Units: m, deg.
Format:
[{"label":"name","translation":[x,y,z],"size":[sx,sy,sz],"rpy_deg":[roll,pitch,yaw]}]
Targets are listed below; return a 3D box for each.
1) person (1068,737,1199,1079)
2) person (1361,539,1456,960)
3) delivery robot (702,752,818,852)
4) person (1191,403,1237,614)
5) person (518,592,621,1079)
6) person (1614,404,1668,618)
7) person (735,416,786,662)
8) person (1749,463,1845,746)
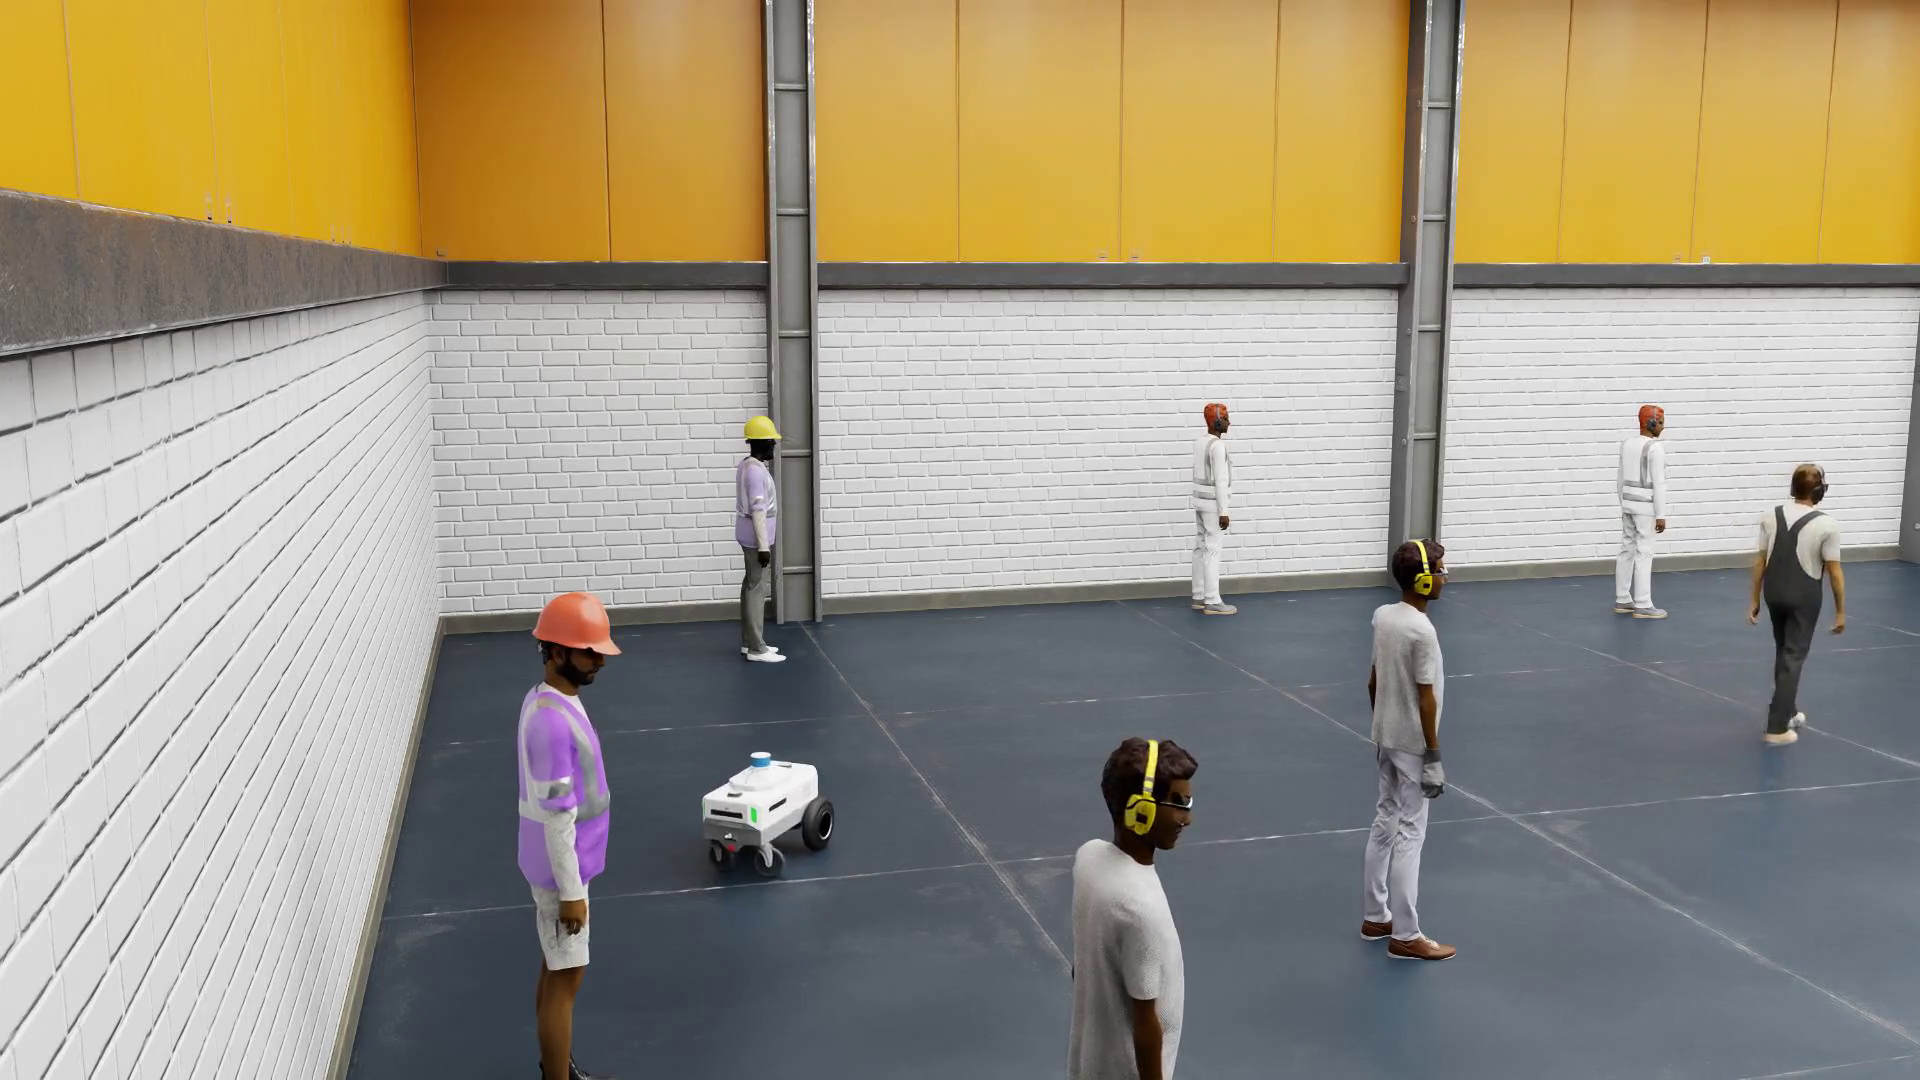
[{"label":"person","translation":[0.447,1.421,4.308],"size":[0.326,1.865,0.518],"rpy_deg":[-2,9,-14]},{"label":"person","translation":[2.002,0.920,7.405],"size":[0.326,1.874,0.518],"rpy_deg":[-2,9,-14]},{"label":"delivery robot","translation":[-1.027,1.340,8.587],"size":[0.477,0.478,0.707],"rpy_deg":[4,10,23]},{"label":"person","translation":[2.258,-0.281,14.865],"size":[0.353,1.883,0.572],"rpy_deg":[-2,9,-14]},{"label":"person","translation":[-1.365,1.138,5.872],"size":[0.374,1.928,0.542],"rpy_deg":[-2,9,-14]},{"label":"person","translation":[6.031,-0.255,14.696],"size":[0.353,1.886,0.572],"rpy_deg":[-2,9,-14]},{"label":"person","translation":[-1.573,-0.011,13.037],"size":[0.372,1.928,0.584],"rpy_deg":[-2,9,-14]},{"label":"person","translation":[5.470,0.408,10.770],"size":[0.787,1.815,0.543],"rpy_deg":[-6,11,-34]}]
